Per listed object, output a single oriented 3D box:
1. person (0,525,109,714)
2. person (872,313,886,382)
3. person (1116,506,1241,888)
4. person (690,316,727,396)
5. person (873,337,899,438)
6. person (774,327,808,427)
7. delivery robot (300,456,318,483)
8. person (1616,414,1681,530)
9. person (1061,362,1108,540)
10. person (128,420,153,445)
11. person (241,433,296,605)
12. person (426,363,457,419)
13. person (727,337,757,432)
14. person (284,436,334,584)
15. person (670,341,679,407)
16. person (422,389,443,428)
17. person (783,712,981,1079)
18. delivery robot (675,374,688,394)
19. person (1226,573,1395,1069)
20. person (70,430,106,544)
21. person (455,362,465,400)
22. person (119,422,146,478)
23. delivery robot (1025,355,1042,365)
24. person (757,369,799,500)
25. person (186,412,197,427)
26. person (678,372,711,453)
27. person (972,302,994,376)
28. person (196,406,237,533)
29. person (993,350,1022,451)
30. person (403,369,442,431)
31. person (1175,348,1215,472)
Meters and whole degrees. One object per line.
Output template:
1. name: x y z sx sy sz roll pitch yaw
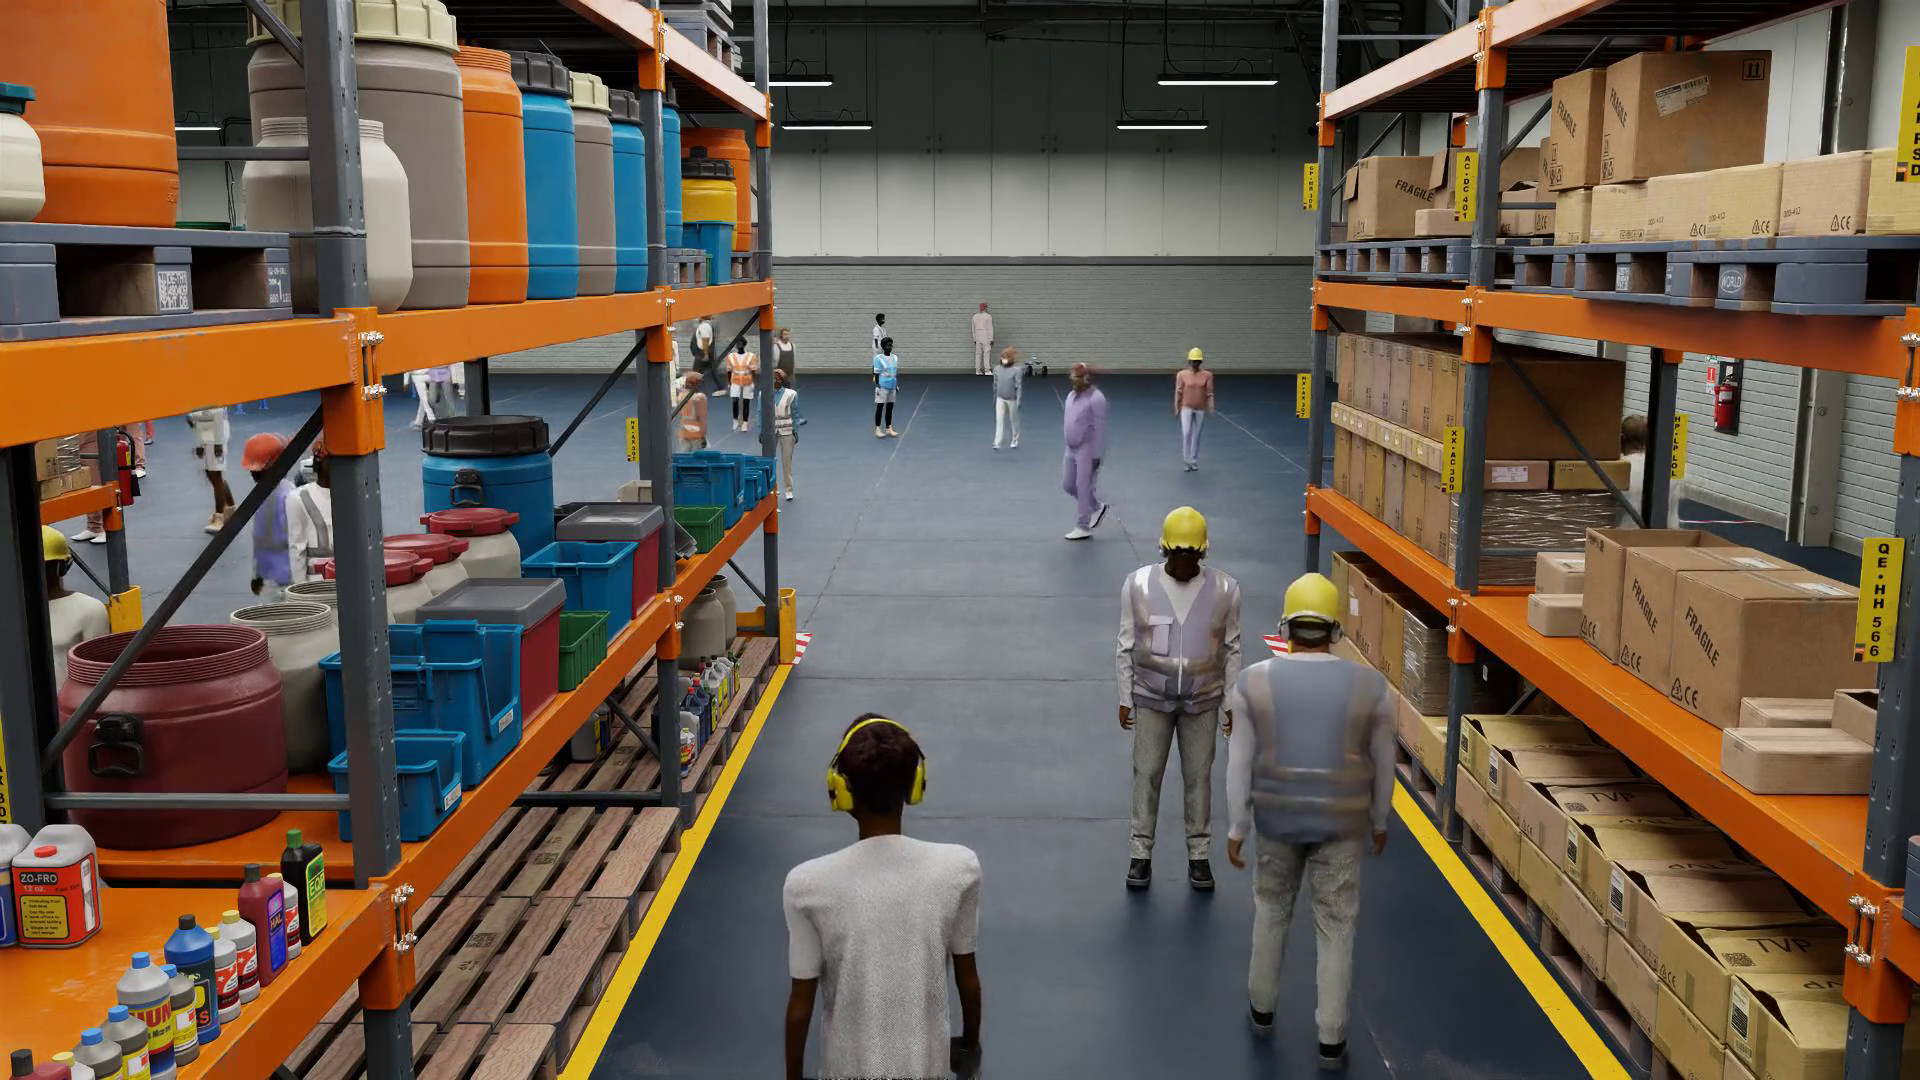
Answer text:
1. person: -4.145 0.806 7.629 0.525 1.772 0.308 0 9 -2
2. person: -1.998 -4.773 41.274 0.321 1.695 0.553 3 10 17
3. person: 1.031 0.739 7.860 0.588 1.826 0.403 1 10 4
4. person: -5.641 -4.158 36.682 1.036 2.000 0.698 0 9 2
5. person: -1.244 -2.591 28.191 0.538 1.695 0.320 -9 13 -44
6. person: -3.108 -2.919 29.855 0.541 1.795 0.937 -7 12 -36
7. delivery robot: -8.323 -0.974 21.770 0.477 0.478 0.707 1 10 6
8. person: 4.568 0.100 11.390 0.662 1.925 0.430 -2 10 -14
9. person: 1.364 -0.966 17.890 0.564 1.893 0.659 -6 11 -31
10. person: -13.393 -2.431 27.031 0.533 1.767 0.326 1 10 7
11. person: -4.507 0.207 10.975 1.015 1.856 0.584 -6 11 -34
12. person: -8.934 -2.769 28.706 0.720 1.891 0.490 3 10 19
13. person: -3.802 -2.713 28.999 0.535 1.675 0.512 0 9 -2
14. person: -3.911 0.286 10.393 0.356 1.887 0.572 5 11 27
15. person: -5.985 -3.533 34.015 0.500 1.636 0.284 0 9 3
16. person: -9.380 -2.941 29.631 0.411 1.927 0.552 3 10 16
17. person: -0.192 1.345 4.128 0.528 1.862 0.336 -2 10 -13
18. delivery robot: -5.987 -3.371 36.123 0.477 0.478 0.707 -3 10 -19
19. person: 1.307 1.023 6.224 0.602 1.830 0.485 2 10 13
20. person: -9.220 -0.922 17.569 0.651 1.905 0.403 6 11 32
21. person: -10.726 -4.010 35.993 0.628 1.933 0.378 -4 10 -25
22. person: -11.491 -1.800 22.830 0.651 1.907 0.409 3 10 16
23. delivery robot: 1.928 -4.688 43.237 0.335 0.223 0.698 4 10 23
24. person: -2.264 -1.320 20.748 0.518 1.639 0.312 0 9 0
25. person: -13.817 -2.944 29.938 0.572 1.819 0.829 0 9 3
26. person: -3.221 -1.276 20.563 0.527 1.597 0.822 7 12 37
27. person: 0.628 -5.254 43.518 0.641 1.909 0.409 7 12 36
28. person: -8.221 -1.096 18.391 0.471 1.989 0.755 -7 12 -37
29. person: 0.755 -2.219 26.303 0.512 1.585 0.905 4 10 20
30. person: -9.393 -2.781 28.991 1.021 1.824 0.658 7 12 38
31. person: 3.328 -1.825 23.464 0.545 1.736 0.777 -1 9 -3
